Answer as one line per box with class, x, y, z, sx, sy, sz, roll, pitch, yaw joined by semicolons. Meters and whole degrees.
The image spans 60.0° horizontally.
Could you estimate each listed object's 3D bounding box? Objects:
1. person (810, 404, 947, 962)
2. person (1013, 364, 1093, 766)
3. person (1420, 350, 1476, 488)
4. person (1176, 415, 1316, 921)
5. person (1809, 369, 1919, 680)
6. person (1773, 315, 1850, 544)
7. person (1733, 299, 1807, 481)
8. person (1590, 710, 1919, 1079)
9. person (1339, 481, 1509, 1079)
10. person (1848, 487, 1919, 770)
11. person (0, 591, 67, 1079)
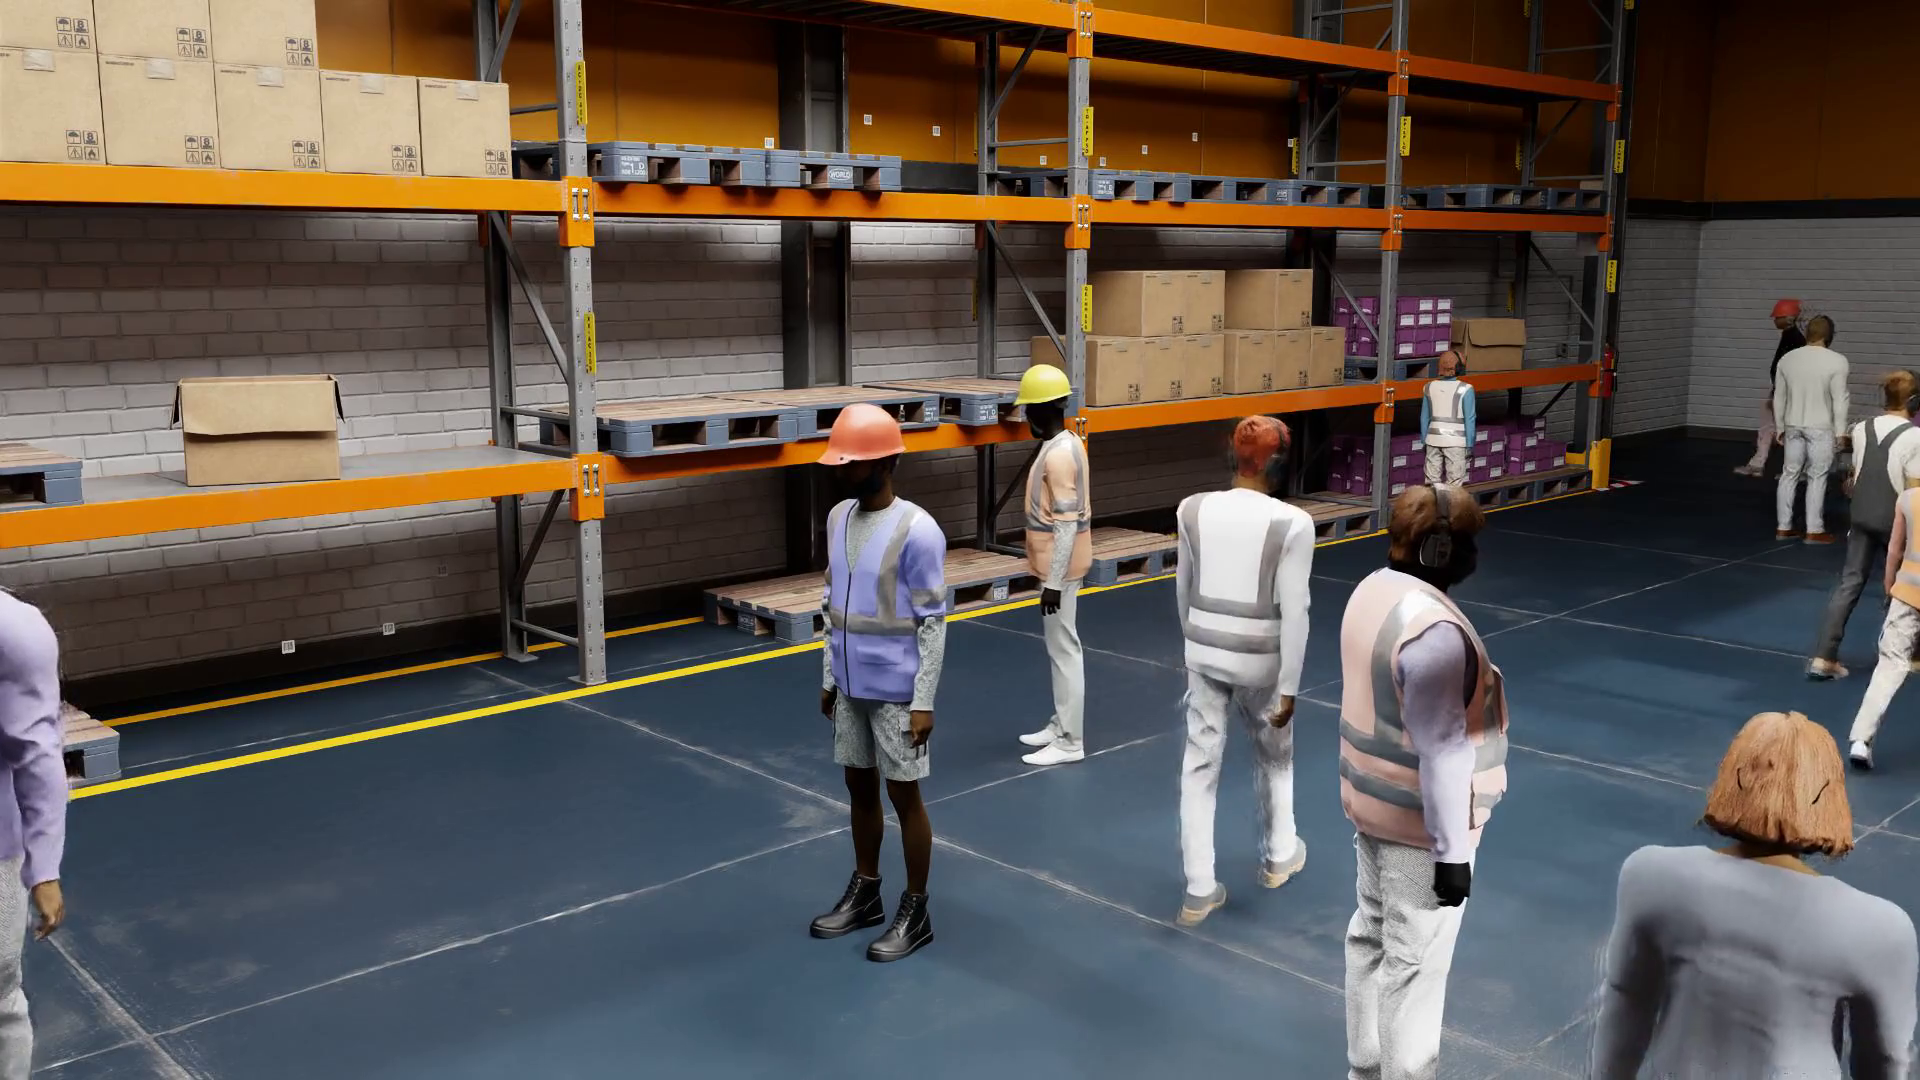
person;-0.306;0.492;5.766;0.551;1.933;0.373;10;14;44
person;0.440;0.124;7.969;0.390;1.920;0.590;1;10;4
person;4.142;-0.792;14.145;0.314;1.642;0.514;-8;13;-39
person;1.086;0.451;6.272;0.596;1.846;0.903;6;11;30
person;5.303;-0.080;9.537;0.952;1.802;0.512;-5;11;-28
person;7.212;-0.934;14.109;0.355;1.936;0.635;-6;11;-31
person;8.832;-1.620;18.042;0.865;1.957;0.636;5;11;25
person;1.478;1.101;3.109;0.534;1.614;0.515;8;12;38
person;1.247;0.755;4.507;0.429;1.843;0.627;-1;10;-4
person;4.564;0.307;7.831;0.863;1.597;0.542;-6;11;-32
person;-2.473;0.803;3.988;0.642;1.916;0.676;-3;10;-15
